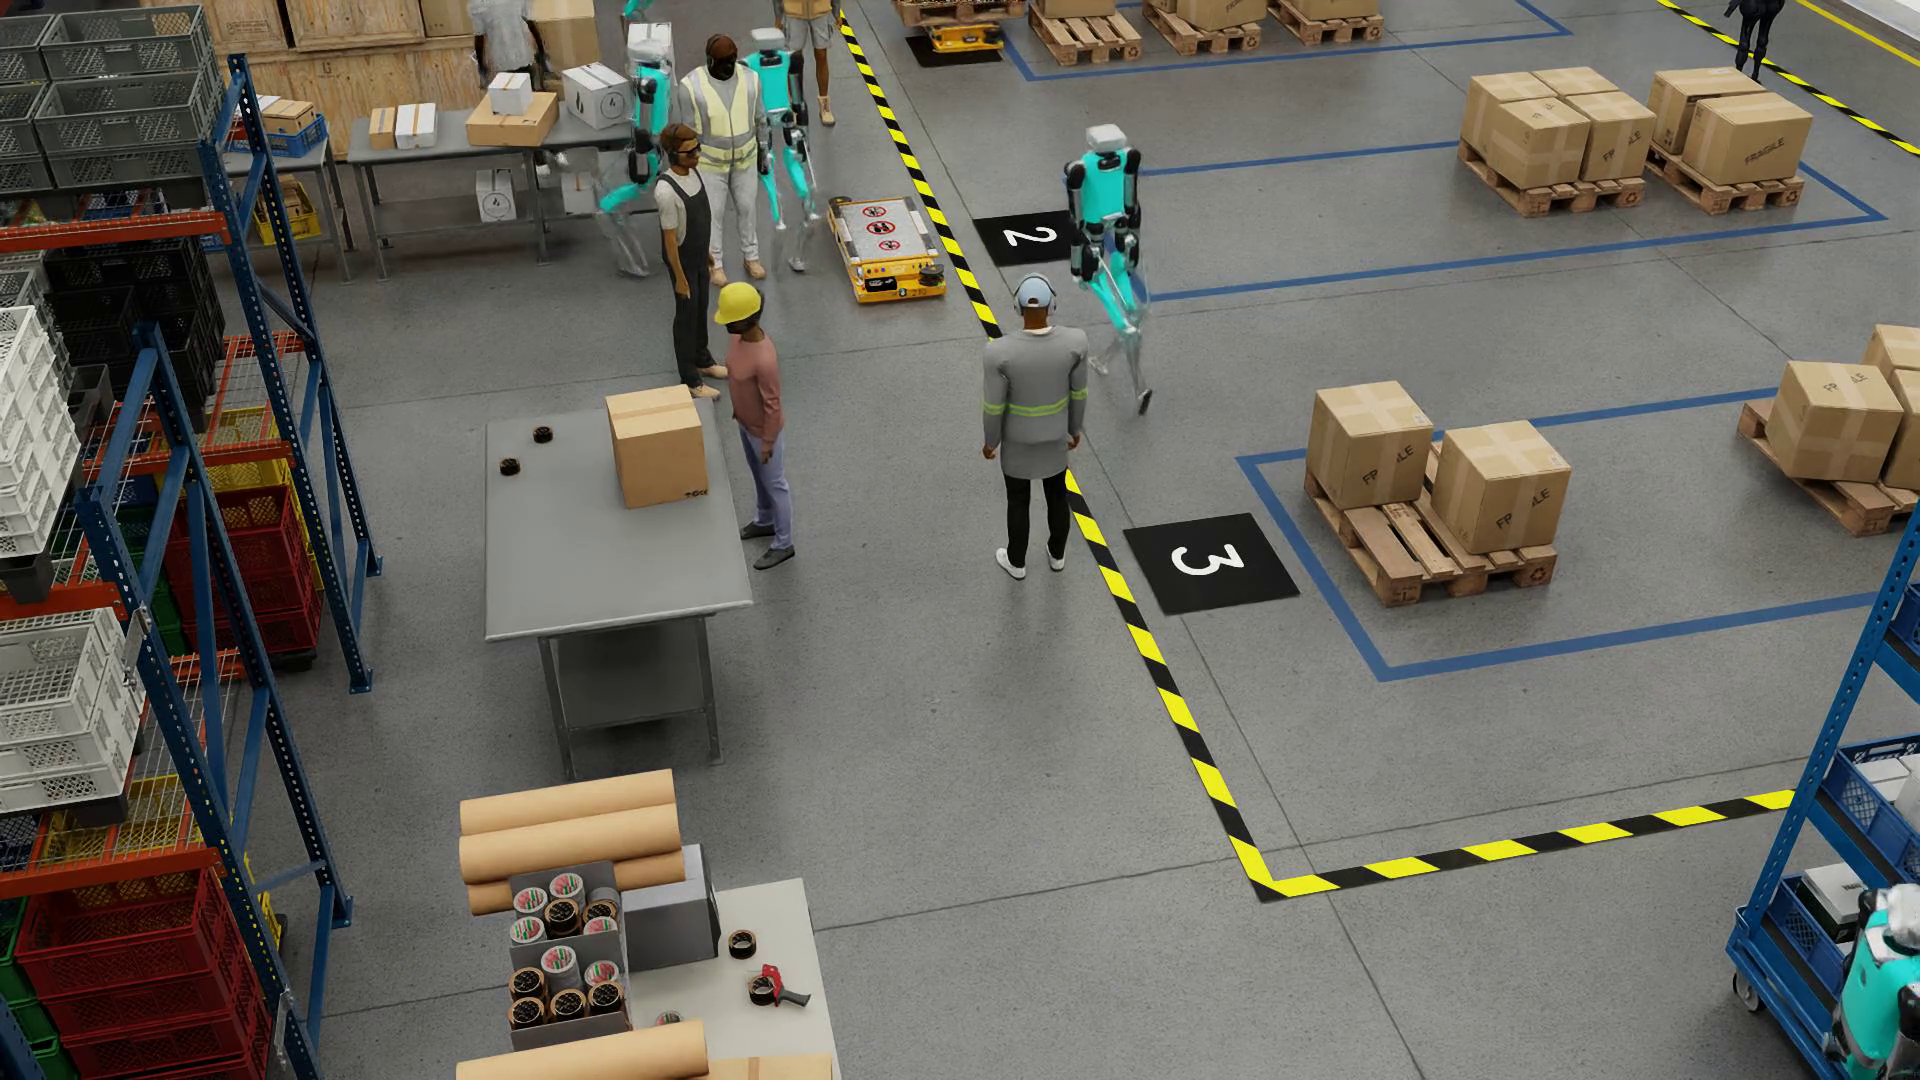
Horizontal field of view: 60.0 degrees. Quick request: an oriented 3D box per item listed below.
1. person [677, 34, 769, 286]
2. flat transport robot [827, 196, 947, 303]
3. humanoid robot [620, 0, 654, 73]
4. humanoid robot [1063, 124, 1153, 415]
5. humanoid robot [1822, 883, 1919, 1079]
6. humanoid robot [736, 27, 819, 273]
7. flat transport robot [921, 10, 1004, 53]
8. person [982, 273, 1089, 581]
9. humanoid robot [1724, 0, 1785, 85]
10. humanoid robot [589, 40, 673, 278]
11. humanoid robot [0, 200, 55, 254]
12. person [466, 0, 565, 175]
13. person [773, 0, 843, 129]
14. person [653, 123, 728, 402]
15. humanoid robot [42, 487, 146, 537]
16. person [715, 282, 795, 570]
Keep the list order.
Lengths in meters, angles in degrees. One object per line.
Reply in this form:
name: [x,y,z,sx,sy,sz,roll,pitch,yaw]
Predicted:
person: [-1.659,-2.718,11.899,0.631,1.835,0.430,-14,39,-18]
flat transport robot: [-0.570,-2.220,12.538,0.659,0.231,1.431,-8,37,-10]
humanoid robot: [-2.917,-5.172,15.283,0.819,1.785,0.605,26,44,31]
humanoid robot: [1.082,-1.670,10.582,0.550,1.759,0.978,-19,40,-23]
humanoid robot: [3.321,1.926,5.820,0.753,1.886,0.542,4,37,5]
humanoid robot: [-1.250,-2.698,12.010,0.546,1.848,0.764,-18,40,-22]
flat transport robot: [-0.048,-5.184,16.497,0.652,0.197,1.431,-8,37,-10]
person: [0.393,-0.605,9.045,0.589,1.847,0.407,-8,37,-11]
humanoid robot: [7.197,-4.892,14.939,0.599,1.653,0.315,-15,39,-19]
humanoid robot: [-2.393,-2.691,11.991,0.783,1.832,0.553,3,37,5]
humanoid robot: [-6.314,-2.152,11.237,0.861,1.787,0.572,-14,39,-18]
person: [-3.598,-3.805,13.364,0.596,1.823,0.385,-27,44,-32]
person: [-1.290,-4.500,14.124,0.607,2.035,0.400,-5,37,-7]
person: [-1.711,-1.772,10.614,0.346,1.846,0.507,8,37,11]
humanoid robot: [-5.155,-0.628,9.268,0.762,1.648,0.600,-12,38,-15]
person: [-1.135,-0.637,9.160,0.324,1.760,0.523,-16,40,-21]
